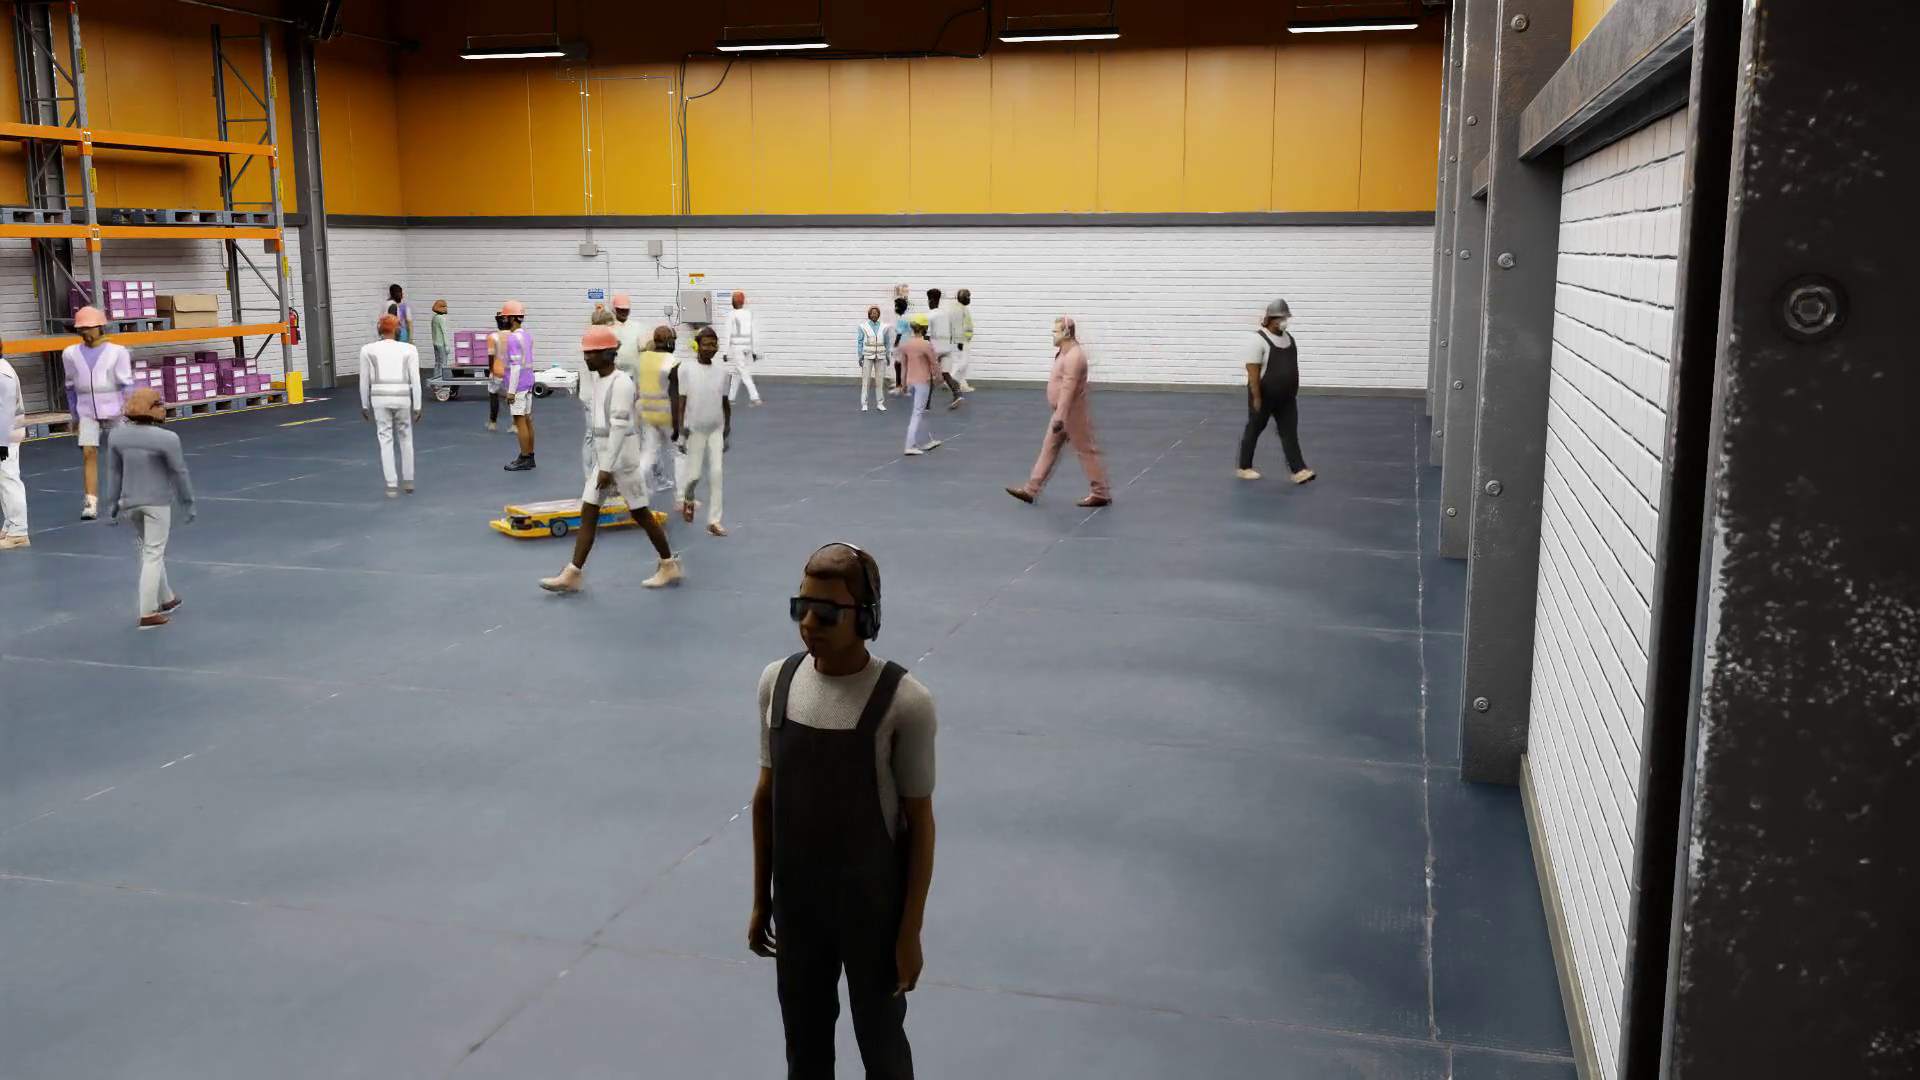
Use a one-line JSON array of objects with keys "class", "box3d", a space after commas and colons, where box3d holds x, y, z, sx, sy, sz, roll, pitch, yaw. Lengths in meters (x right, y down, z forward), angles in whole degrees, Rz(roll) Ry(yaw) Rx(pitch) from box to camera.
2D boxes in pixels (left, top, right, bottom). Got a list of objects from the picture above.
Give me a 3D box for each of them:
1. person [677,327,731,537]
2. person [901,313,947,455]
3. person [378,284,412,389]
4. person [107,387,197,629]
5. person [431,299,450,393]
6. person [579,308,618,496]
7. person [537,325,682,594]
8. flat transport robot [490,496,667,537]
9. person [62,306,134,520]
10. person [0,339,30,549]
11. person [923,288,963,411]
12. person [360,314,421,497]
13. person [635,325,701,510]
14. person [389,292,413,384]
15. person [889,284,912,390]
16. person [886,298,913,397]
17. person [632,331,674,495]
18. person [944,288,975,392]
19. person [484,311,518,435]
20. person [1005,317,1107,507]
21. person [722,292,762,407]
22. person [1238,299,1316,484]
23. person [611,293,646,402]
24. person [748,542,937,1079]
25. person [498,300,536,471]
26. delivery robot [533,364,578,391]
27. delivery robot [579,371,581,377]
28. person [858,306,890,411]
[{"class": "person", "box3d": [-2.291, -0.973, 14.797, 0.531, 1.854, 0.661, -5, 11, -24]}, {"class": "person", "box3d": [-0.429, -1.919, 20.509, 0.778, 1.732, 0.531, -9, 14, -43]}, {"class": "person", "box3d": [-10.199, -3.640, 29.861, 0.675, 1.870, 0.651, -6, 12, -30]}, {"class": "person", "box3d": [-5.449, -0.237, 11.321, 0.537, 1.602, 0.758, 1, 10, 8]}, {"class": "person", "box3d": [-9.020, -3.363, 28.943, 0.267, 1.632, 0.507, -8, 13, -40]}, {"class": "person", "box3d": [-3.711, -1.409, 17.076, 0.378, 1.925, 0.663, -3, 11, -18]}, {"class": "person", "box3d": [-2.555, -0.582, 12.228, 1.070, 1.989, 0.628, -7, 12, -35]}, {"class": "flat transport robot", "box3d": [-3.447, -0.227, 15.045, 1.431, 0.197, 0.652, -7, 12, -35]}, {"class": "person", "box3d": [-8.176, -1.224, 15.841, 0.627, 1.992, 1.042, -2, 10, -10]}, {"class": "person", "box3d": [-8.172, -0.849, 14.124, 0.429, 1.841, 0.634, -7, 12, -33]}, {"class": "person", "box3d": [-0.290, -2.918, 25.633, 0.614, 1.931, 0.875, -7, 12, -36]}, {"class": "person", "box3d": [-5.887, -1.402, 17.203, 0.591, 1.853, 0.787, -4, 11, -22]}, {"class": "person", "box3d": [-2.898, -1.154, 15.963, 0.621, 1.814, 0.801, 7, 12, 34]}, {"class": "person", "box3d": [-10.246, -3.717, 30.429, 0.613, 1.825, 0.407, 7, 12, 34]}, {"class": "person", "box3d": [-1.001, -3.592, 29.504, 0.480, 1.890, 0.685, 2, 10, 11]}, {"class": "person", "box3d": [-1.020, -3.259, 28.244, 0.685, 1.665, 0.552, 0, 10, 3]}, {"class": "person", "box3d": [-3.126, -1.317, 17.165, 0.504, 1.686, 0.773, 6, 12, 31]}, {"class": "person", "box3d": [-0.004, -3.482, 29.084, 0.502, 1.822, 0.646, 1, 10, 6]}, {"class": "person", "box3d": [-6.259, -2.286, 22.749, 0.545, 1.659, 0.795, -8, 13, -39]}, {"class": "person", "box3d": [0.978, -1.239, 16.267, 1.028, 1.852, 0.676, -1, 10, -6]}, {"class": "person", "box3d": [-3.498, -3.039, 26.542, 0.963, 1.841, 0.587, 7, 12, 36]}, {"class": "person", "box3d": [3.395, -1.620, 17.926, 0.698, 2.000, 1.045, -6, 12, -32]}, {"class": "person", "box3d": [-4.316, -2.162, 21.208, 0.629, 1.972, 0.769, -4, 11, -22]}, {"class": "person", "box3d": [-0.302, 0.916, 4.119, 0.508, 1.847, 0.345, 5, 11, 26]}, {"class": "person", "box3d": [-5.062, -1.760, 19.008, 0.359, 1.938, 0.547, 0, 10, 2]}, {"class": "delivery robot", "box3d": [-6.853, -2.741, 28.210, 0.707, 0.478, 0.477, 0, 10, 1]}, {"class": "delivery robot", "box3d": [-6.181, -2.824, 28.681, 0.707, 0.478, 0.477, -6, 12, -32]}, {"class": "person", "box3d": [-1.336, -2.823, 25.869, 0.521, 1.639, 0.311, -3, 11, -18]}]
